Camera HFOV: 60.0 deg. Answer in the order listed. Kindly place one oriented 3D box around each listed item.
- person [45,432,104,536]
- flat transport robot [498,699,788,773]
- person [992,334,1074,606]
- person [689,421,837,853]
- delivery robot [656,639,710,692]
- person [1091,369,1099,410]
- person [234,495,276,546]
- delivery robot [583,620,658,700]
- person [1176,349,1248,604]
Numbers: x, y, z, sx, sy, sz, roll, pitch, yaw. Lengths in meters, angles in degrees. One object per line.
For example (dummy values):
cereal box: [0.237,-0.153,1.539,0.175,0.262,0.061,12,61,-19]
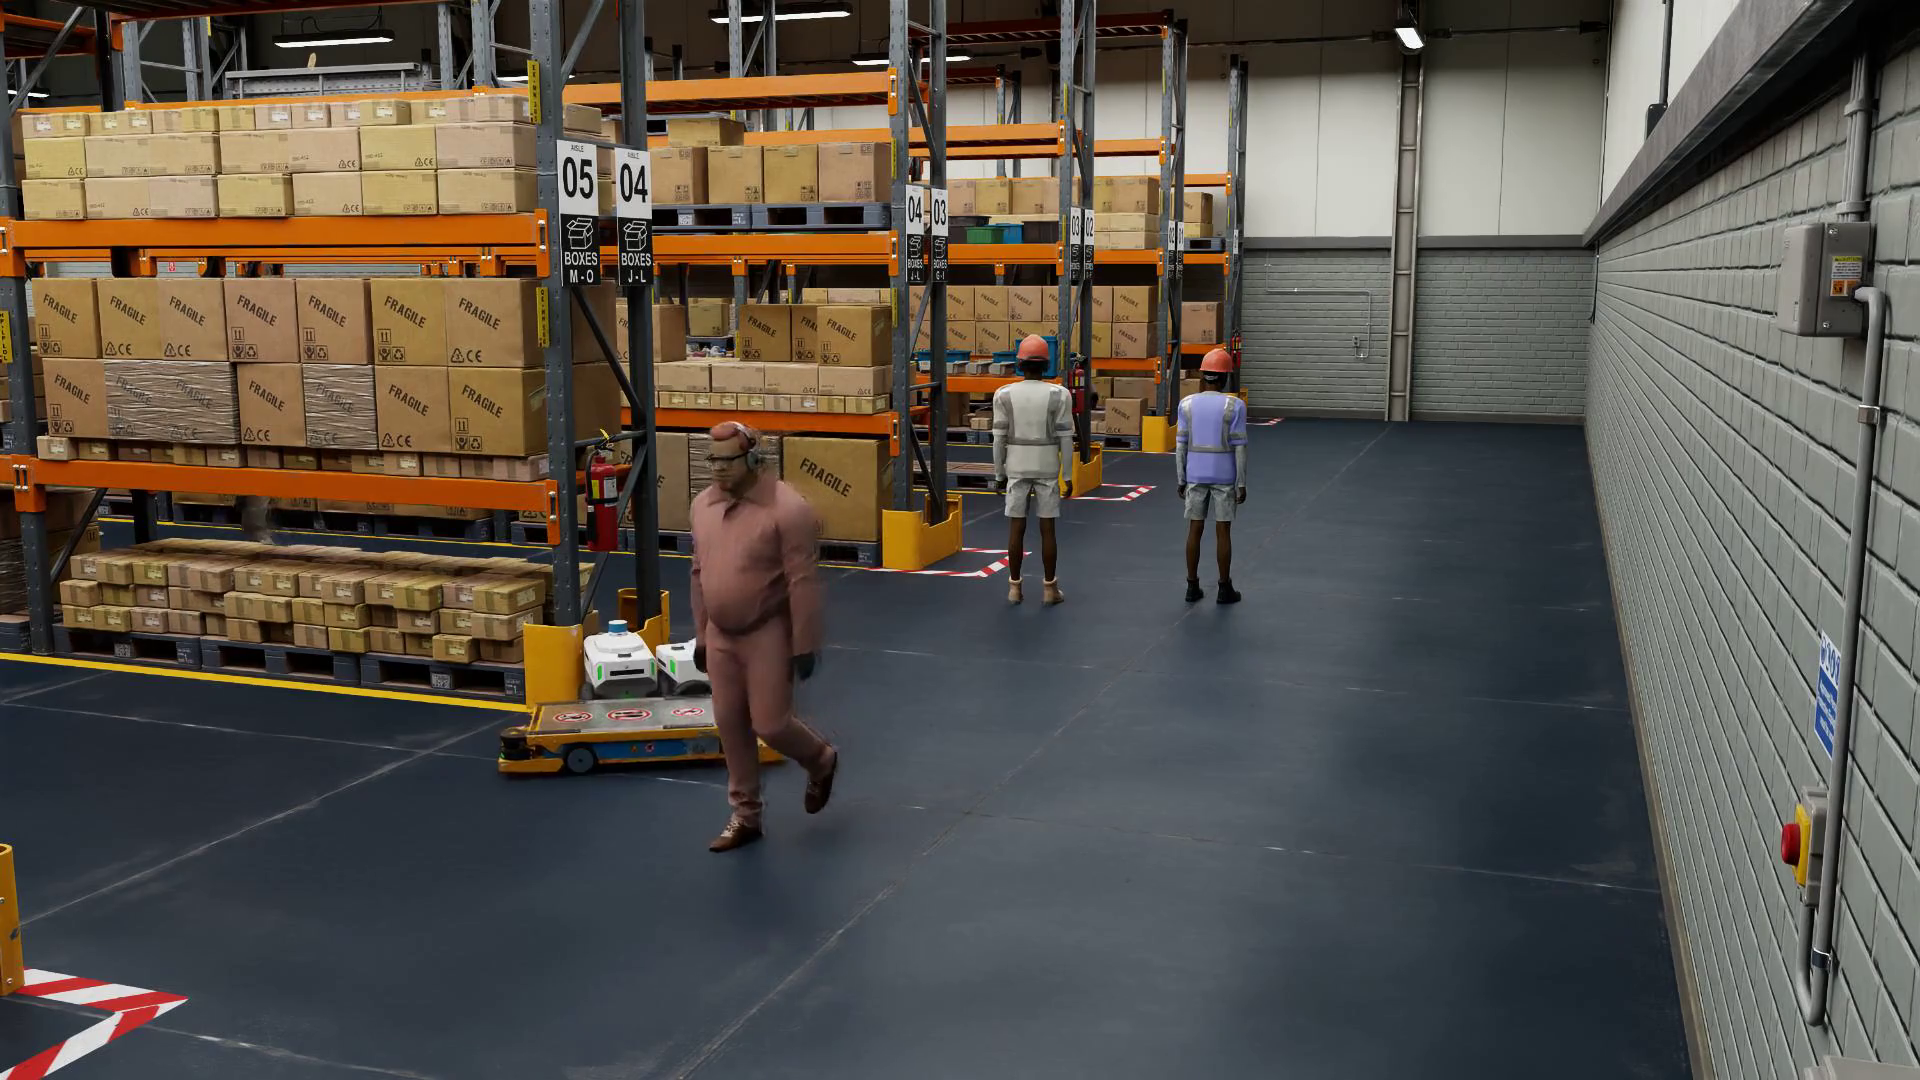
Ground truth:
person: [-8.387,-0.886,15.735,0.362,1.758,0.571,4,10,26]
flat transport robot: [-1.630,0.992,8.634,1.431,0.197,0.652,-2,9,-10]
person: [0.554,-0.521,12.552,0.614,2.047,0.359,2,9,11]
person: [-0.868,0.403,7.305,0.667,1.881,0.603,6,11,32]
delivery robot: [-1.333,0.687,9.365,0.707,0.478,0.477,-4,10,-24]
person: [1.932,-2.502,25.242,0.686,1.941,0.619,3,10,17]
person: [-5.502,-0.373,12.956,0.362,1.626,0.516,-1,9,-7]
delivery robot: [-1.911,0.693,9.327,0.477,0.478,0.707,-3,10,-18]
person: [1.923,-0.481,12.647,0.552,1.935,0.367,4,10,26]
